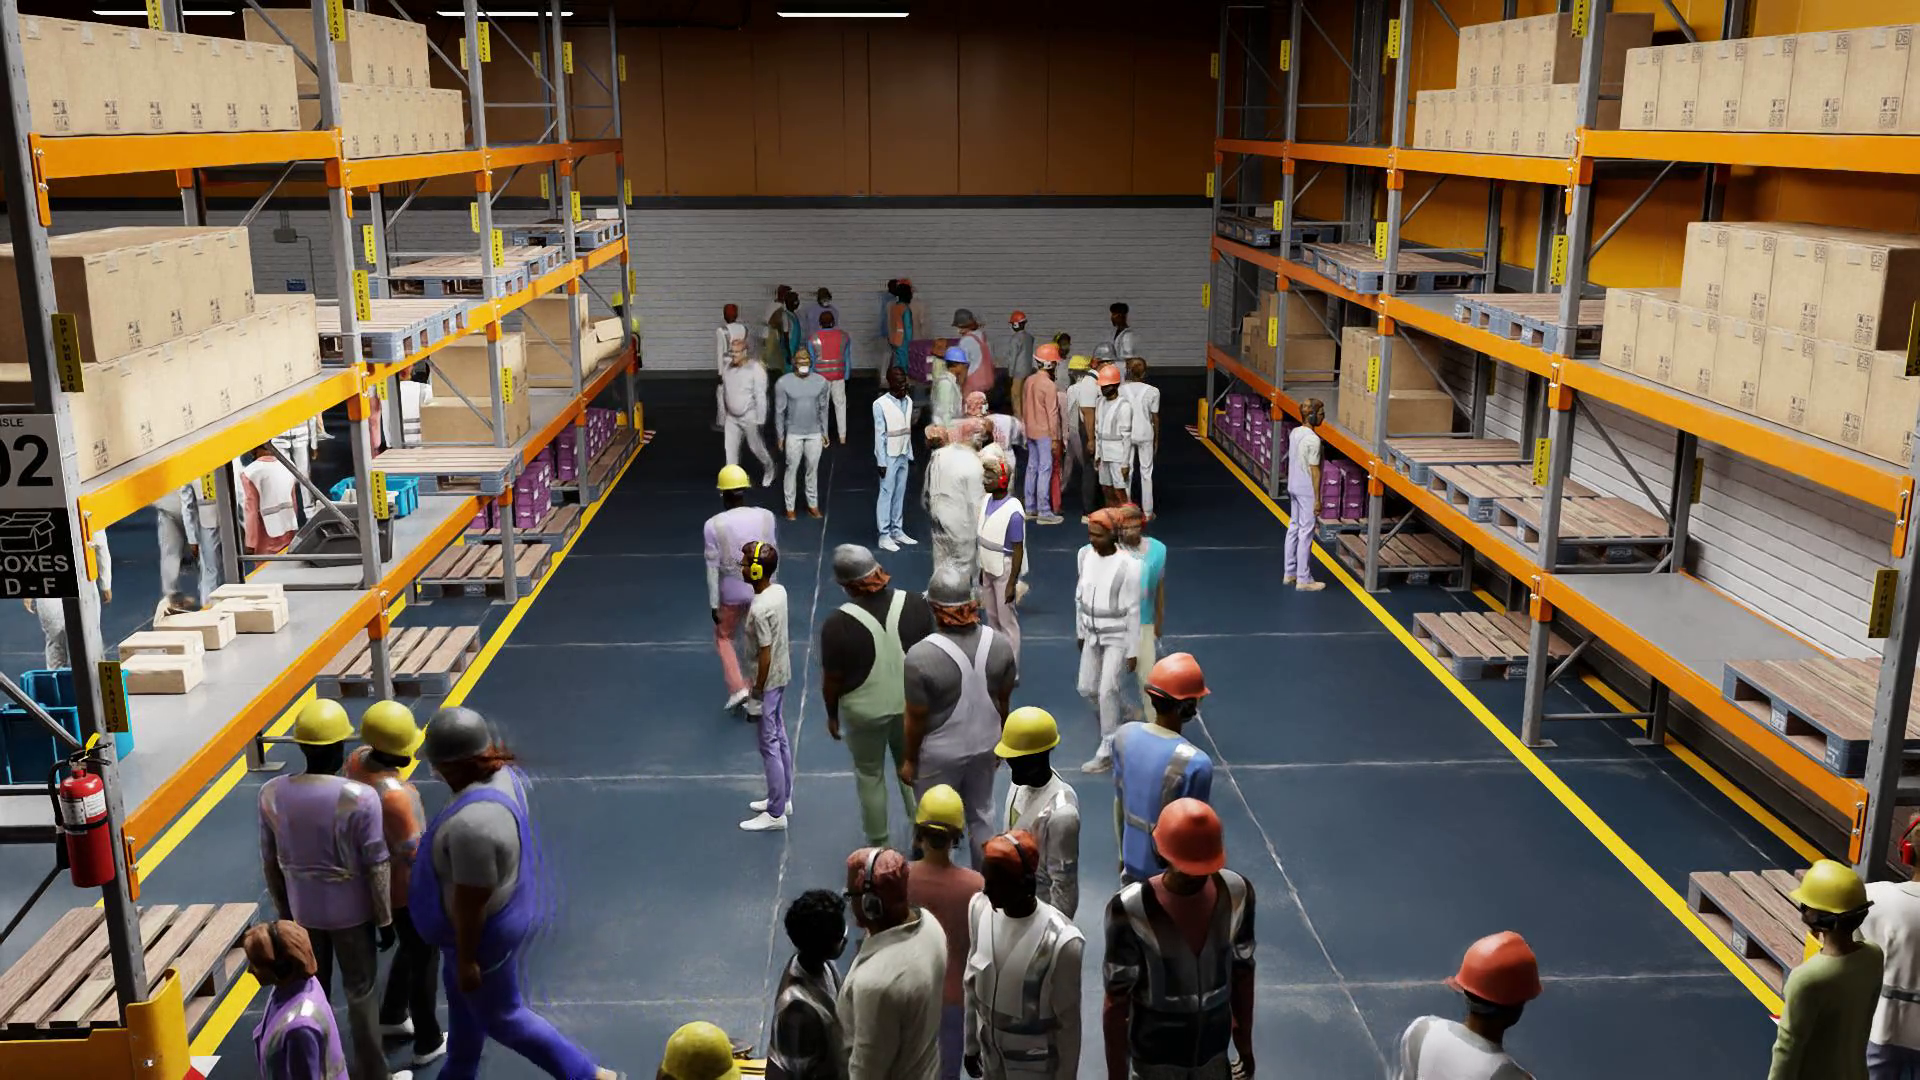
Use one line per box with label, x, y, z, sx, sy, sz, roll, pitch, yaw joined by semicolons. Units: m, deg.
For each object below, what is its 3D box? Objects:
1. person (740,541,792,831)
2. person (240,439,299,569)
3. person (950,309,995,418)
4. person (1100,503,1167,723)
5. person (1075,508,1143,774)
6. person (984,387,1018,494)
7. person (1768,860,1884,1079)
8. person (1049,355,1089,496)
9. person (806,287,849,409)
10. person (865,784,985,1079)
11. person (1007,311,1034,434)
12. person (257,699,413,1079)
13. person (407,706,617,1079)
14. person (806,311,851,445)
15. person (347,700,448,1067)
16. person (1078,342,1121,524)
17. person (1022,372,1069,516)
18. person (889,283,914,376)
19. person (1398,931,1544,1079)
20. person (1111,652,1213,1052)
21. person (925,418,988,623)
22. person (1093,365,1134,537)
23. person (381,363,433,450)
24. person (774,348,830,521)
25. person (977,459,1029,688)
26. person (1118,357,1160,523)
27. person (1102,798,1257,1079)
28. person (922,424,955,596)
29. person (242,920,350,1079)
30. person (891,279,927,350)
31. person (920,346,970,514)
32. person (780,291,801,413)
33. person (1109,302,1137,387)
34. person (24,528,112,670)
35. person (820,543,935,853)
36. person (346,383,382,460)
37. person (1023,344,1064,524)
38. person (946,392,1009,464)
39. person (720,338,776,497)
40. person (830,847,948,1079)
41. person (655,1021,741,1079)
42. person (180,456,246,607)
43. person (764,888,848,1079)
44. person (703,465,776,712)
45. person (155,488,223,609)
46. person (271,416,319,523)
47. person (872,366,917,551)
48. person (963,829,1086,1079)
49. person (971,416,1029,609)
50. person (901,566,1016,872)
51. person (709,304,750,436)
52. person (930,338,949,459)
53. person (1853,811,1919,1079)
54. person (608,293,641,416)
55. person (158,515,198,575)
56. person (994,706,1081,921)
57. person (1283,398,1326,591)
person;-1.236;0.914;10.469;0.328;1.873;0.518;2;14;7
person;-5.859;-0.049;14.191;0.408;1.907;0.598;4;15;15
person;0.132;-2.089;21.921;0.846;2.000;0.711;10;18;35
person;1.205;0.596;11.926;0.574;1.789;0.927;-2;14;-7
person;1.053;0.663;11.457;0.569;1.865;0.599;-13;19;-42
person;0.354;-0.765;17.453;0.549;1.678;0.607;-6;15;-21
person;3.215;2.041;6.269;0.525;1.760;0.340;-8;16;-29
person;1.406;-1.302;19.466;0.890;1.726;0.524;7;16;27
person;-2.163;-2.981;25.730;0.629;1.900;0.894;-12;19;-40
person;-0.112;1.872;6.949;0.570;1.746;0.413;1;14;5
person;0.832;-2.389;23.693;0.356;1.743;0.579;9;17;31
person;-2.820;1.643;7.495;0.590;1.926;0.388;2;14;9
person;-2.019;1.634;7.304;0.941;2.000;0.678;-1;14;-3
person;-1.810;-2.228;22.869;0.624;1.841;0.430;-5;15;-18
person;-2.604;1.594;7.798;0.438;1.874;0.632;-13;19;-41
person;1.585;-1.191;18.396;0.535;2.000;0.681;6;16;24
person;0.966;-1.132;18.715;0.535;1.766;0.321;2;15;10
person;-0.888;-3.018;25.810;0.391;1.920;0.593;-7;16;-26
person;1.572;2.188;5.389;0.680;1.918;0.558;-8;16;-28
person;0.970;1.512;7.805;0.415;2.035;0.609;-10;18;-35
person;0.032;-0.147;14.622;0.440;1.875;0.679;-8;16;-27
person;1.579;-0.876;17.410;0.428;1.924;0.558;-8;16;-28
person;-6.046;-1.096;18.335;0.575;1.885;0.355;-4;15;-16
person;-1.755;-1.179;18.554;0.635;1.936;0.354;-6;15;-22
person;0.323;0.269;13.048;0.390;1.847;0.563;-7;16;-25
person;1.964;-1.100;18.426;0.505;1.847;0.347;4;15;15
person;0.835;1.908;6.265;0.617;2.028;0.410;-5;15;-17
person;-0.189;-0.280;15.640;0.313;1.634;0.514;3;15;10
person;-2.400;2.146;6.114;0.320;1.631;0.523;-7;16;-25
person;-0.800;-3.161;26.360;0.629;1.945;0.722;4;15;17
person;-0.099;-1.215;18.719;0.588;1.923;0.641;2;14;8
person;-2.558;-2.857;25.326;0.345;1.846;0.508;2;14;7
person;2.243;-2.304;22.964;0.426;1.951;0.652;-2;14;-7
person;-6.761;0.348;12.589;0.635;1.932;0.362;-8;16;-28
person;-0.501;0.958;9.958;0.718;2.000;0.541;-6;16;-23
person;-7.551;-1.866;21.163;0.635;1.985;0.414;4;15;17
person;0.929;-1.177;18.429;0.397;1.992;0.623;-7;16;-26
person;0.166;-0.467;15.832;0.639;1.902;0.407;4;15;16
person;-2.544;-1.488;19.903;0.650;1.879;0.876;7;16;26
person;-0.270;2.020;6.089;0.400;1.894;0.657;4;15;15
person;-0.805;2.309;5.265;0.320;1.737;0.485;10;18;35
person;-6.428;-0.100;14.383;0.401;1.909;0.599;8;16;29
person;-0.568;2.089;6.226;0.323;1.688;0.538;1;14;4
person;-1.644;0.381;12.487;0.606;1.911;0.422;-8;16;-29
person;-6.994;-0.356;15.117;0.793;2.000;0.708;10;18;35
person;-7.285;-1.035;18.106;0.577;1.880;0.353;-7;16;-26
person;-0.687;-0.863;17.350;0.391;1.920;0.588;9;17;32
person;0.218;1.974;6.305;0.370;1.879;0.585;-13;19;-41
person;0.271;-0.224;15.035;0.592;1.825;0.637;0;14;2
person;-0.061;1.127;9.294;0.688;2.000;0.536;-9;17;-32
person;-3.290;-2.428;23.610;0.614;1.855;0.826;-13;19;-41
person;-0.249;-1.820;21.672;0.279;1.634;0.498;-1;14;-4
person;3.700;1.948;6.483;0.564;1.837;0.384;8;16;28
person;-4.998;-2.681;24.505;0.619;1.903;0.652;14;20;43
person;-7.786;-0.569;16.400;0.404;1.824;0.590;-4;15;-16
person;0.335;1.653;7.479;0.393;1.918;0.585;-5;15;-17
person;3.294;-0.434;15.811;0.335;1.845;0.513;-4;15;-17
